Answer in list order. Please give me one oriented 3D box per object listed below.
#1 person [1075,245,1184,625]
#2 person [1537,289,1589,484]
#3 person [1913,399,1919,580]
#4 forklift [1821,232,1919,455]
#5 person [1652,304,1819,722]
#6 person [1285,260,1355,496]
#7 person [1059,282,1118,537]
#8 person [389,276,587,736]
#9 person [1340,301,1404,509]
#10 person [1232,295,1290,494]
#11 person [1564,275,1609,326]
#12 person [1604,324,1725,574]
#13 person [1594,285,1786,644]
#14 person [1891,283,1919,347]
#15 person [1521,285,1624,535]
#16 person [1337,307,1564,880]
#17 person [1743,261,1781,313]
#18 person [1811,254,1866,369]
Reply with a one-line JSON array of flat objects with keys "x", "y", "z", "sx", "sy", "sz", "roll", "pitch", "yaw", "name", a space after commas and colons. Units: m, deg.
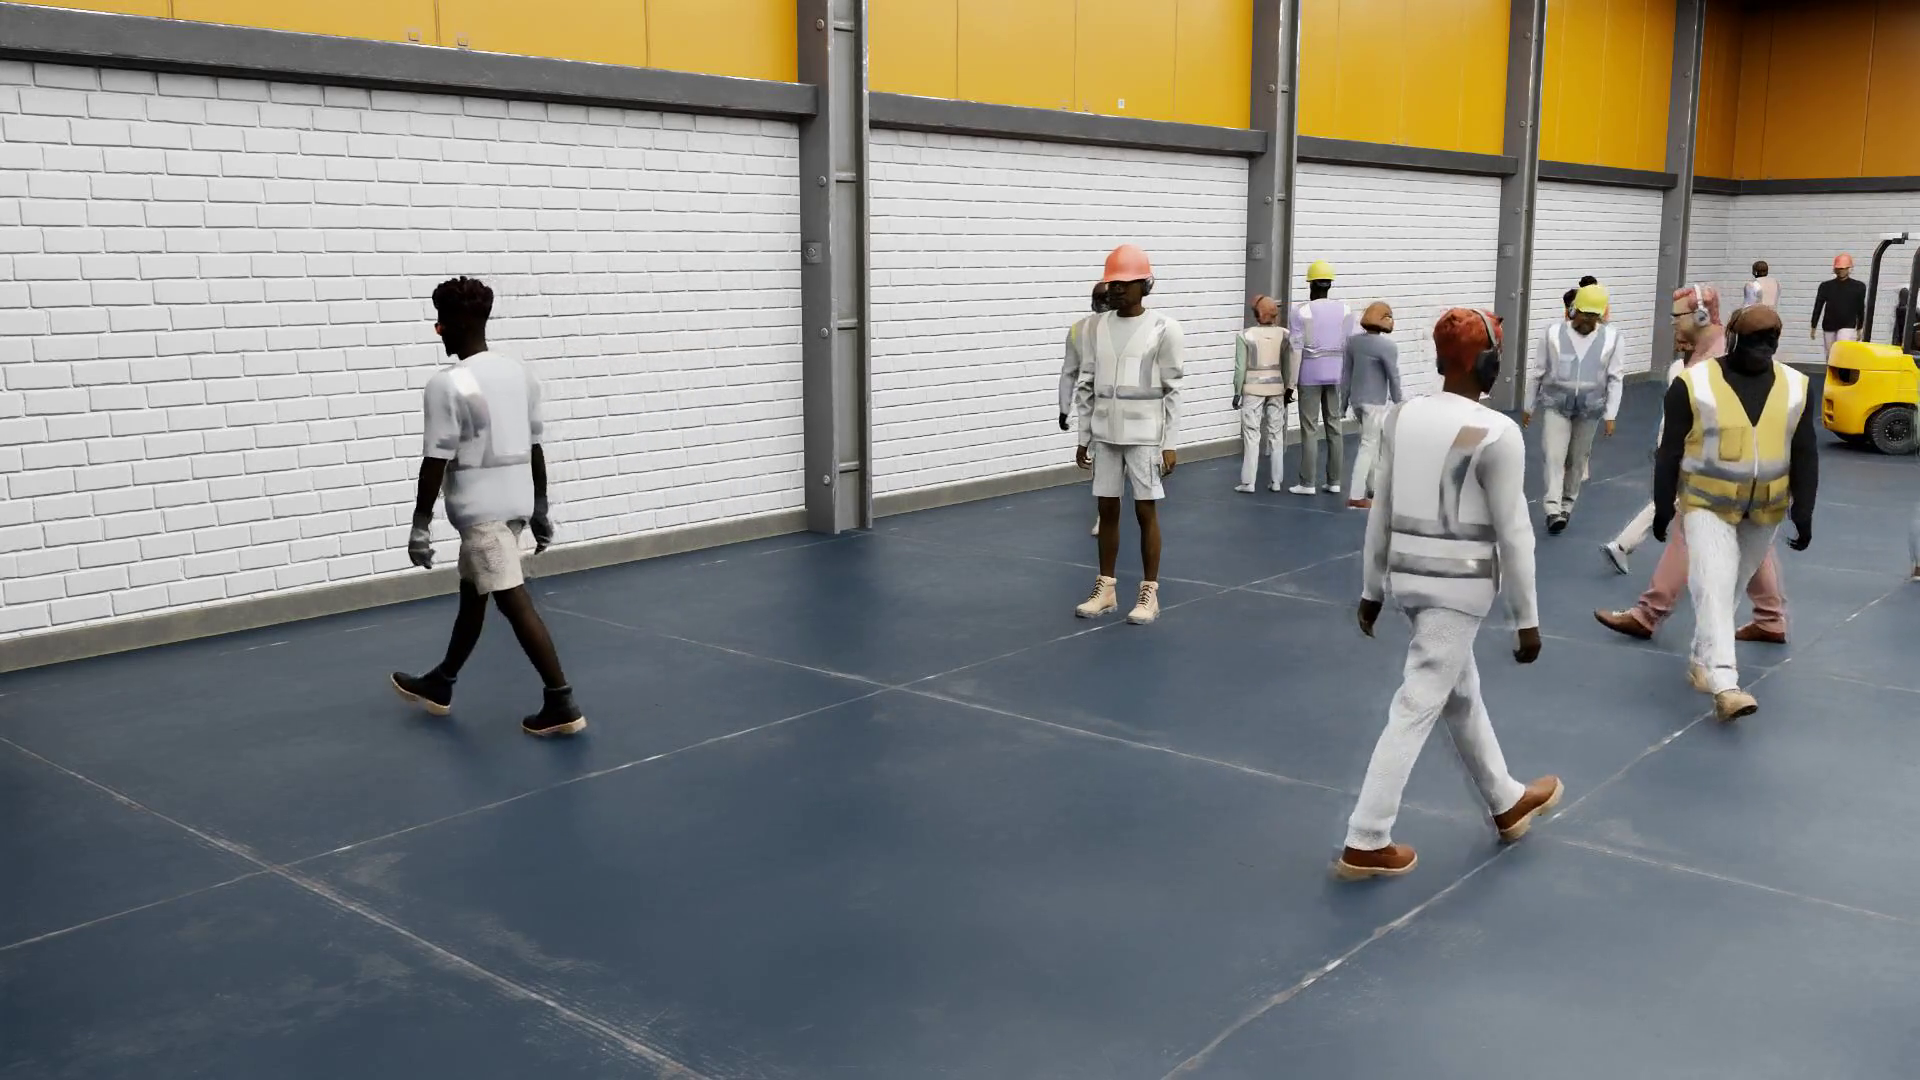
[{"x": 0.893, "y": -0.562, "z": 9.001, "sx": 0.614, "sy": 2.040, "sz": 0.378, "roll": 6, "pitch": 12, "yaw": 32, "name": "person"}, {"x": 5.204, "y": -1.294, "z": 14.199, "sx": 0.545, "sy": 1.688, "sz": 0.369, "roll": 8, "pitch": 13, "yaw": 38, "name": "person"}, {"x": 6.161, "y": -0.558, "z": 10.215, "sx": 0.845, "sy": 1.587, "sz": 0.525, "roll": -7, "pitch": 12, "yaw": -34, "name": "person"}, {"x": 9.955, "y": -1.972, "z": 16.595, "sx": 2.313, "sy": 2.155, "sz": 1.214, "roll": 1, "pitch": 10, "yaw": 8, "name": "forklift"}, {"x": 3.407, "y": -0.128, "z": 7.272, "sx": 0.630, "sy": 1.781, "sz": 0.971, "roll": 0, "pitch": 10, "yaw": 3, "name": "person"}, {"x": 2.937, "y": -1.324, "z": 13.665, "sx": 0.591, "sy": 1.926, "sz": 0.386, "roll": -3, "pitch": 10, "yaw": -17, "name": "person"}, {"x": 1.056, "y": -0.967, "z": 12.009, "sx": 0.640, "sy": 1.805, "sz": 0.932, "roll": 3, "pitch": 11, "yaw": 19, "name": "person"}, {"x": -2.012, "y": -0.136, "z": 6.948, "sx": 1.065, "sy": 1.907, "sz": 0.618, "roll": 4, "pitch": 11, "yaw": 21, "name": "person"}, {"x": 3.282, "y": -1.054, "z": 13.005, "sx": 0.666, "sy": 1.610, "sz": 0.521, "roll": -5, "pitch": 11, "yaw": -29, "name": "person"}, {"x": 2.501, "y": -1.198, "z": 13.755, "sx": 0.519, "sy": 1.644, "sz": 0.308, "roll": -2, "pitch": 10, "yaw": -14, "name": "person"}, {"x": 7.724, "y": -2.413, "z": 20.546, "sx": 0.532, "sy": 1.694, "sz": 0.320, "roll": 3, "pitch": 10, "yaw": 16, "name": "person"}, {"x": 4.401, "y": -0.569, "z": 10.285, "sx": 0.766, "sy": 1.607, "sz": 0.558, "roll": 0, "pitch": 10, "yaw": 2, "name": "person"}, {"x": 3.826, "y": -0.376, "z": 8.546, "sx": 0.954, "sy": 1.836, "sz": 0.668, "roll": 4, "pitch": 11, "yaw": 21, "name": "person"}, {"x": 11.415, "y": -2.404, "z": 19.906, "sx": 0.636, "sy": 1.892, "sz": 0.460, "roll": -3, "pitch": 10, "yaw": -16, "name": "person"}, {"x": 4.343, "y": -0.917, "z": 11.799, "sx": 0.648, "sy": 1.764, "sz": 0.911, "roll": 3, "pitch": 10, "yaw": 15, "name": "person"}, {"x": 1.644, "y": 0.173, "z": 5.400, "sx": 0.994, "sy": 1.829, "sz": 0.602, "roll": -4, "pitch": 11, "yaw": -23, "name": "person"}, {"x": 11.823, "y": -3.210, "z": 24.664, "sx": 0.620, "sy": 1.840, "sz": 0.430, "roll": -4, "pitch": 11, "yaw": -21, "name": "person"}, {"x": 12.128, "y": -2.970, "z": 22.976, "sx": 0.634, "sy": 1.956, "sz": 0.996, "roll": 8, "pitch": 13, "yaw": 38, "name": "person"}]
